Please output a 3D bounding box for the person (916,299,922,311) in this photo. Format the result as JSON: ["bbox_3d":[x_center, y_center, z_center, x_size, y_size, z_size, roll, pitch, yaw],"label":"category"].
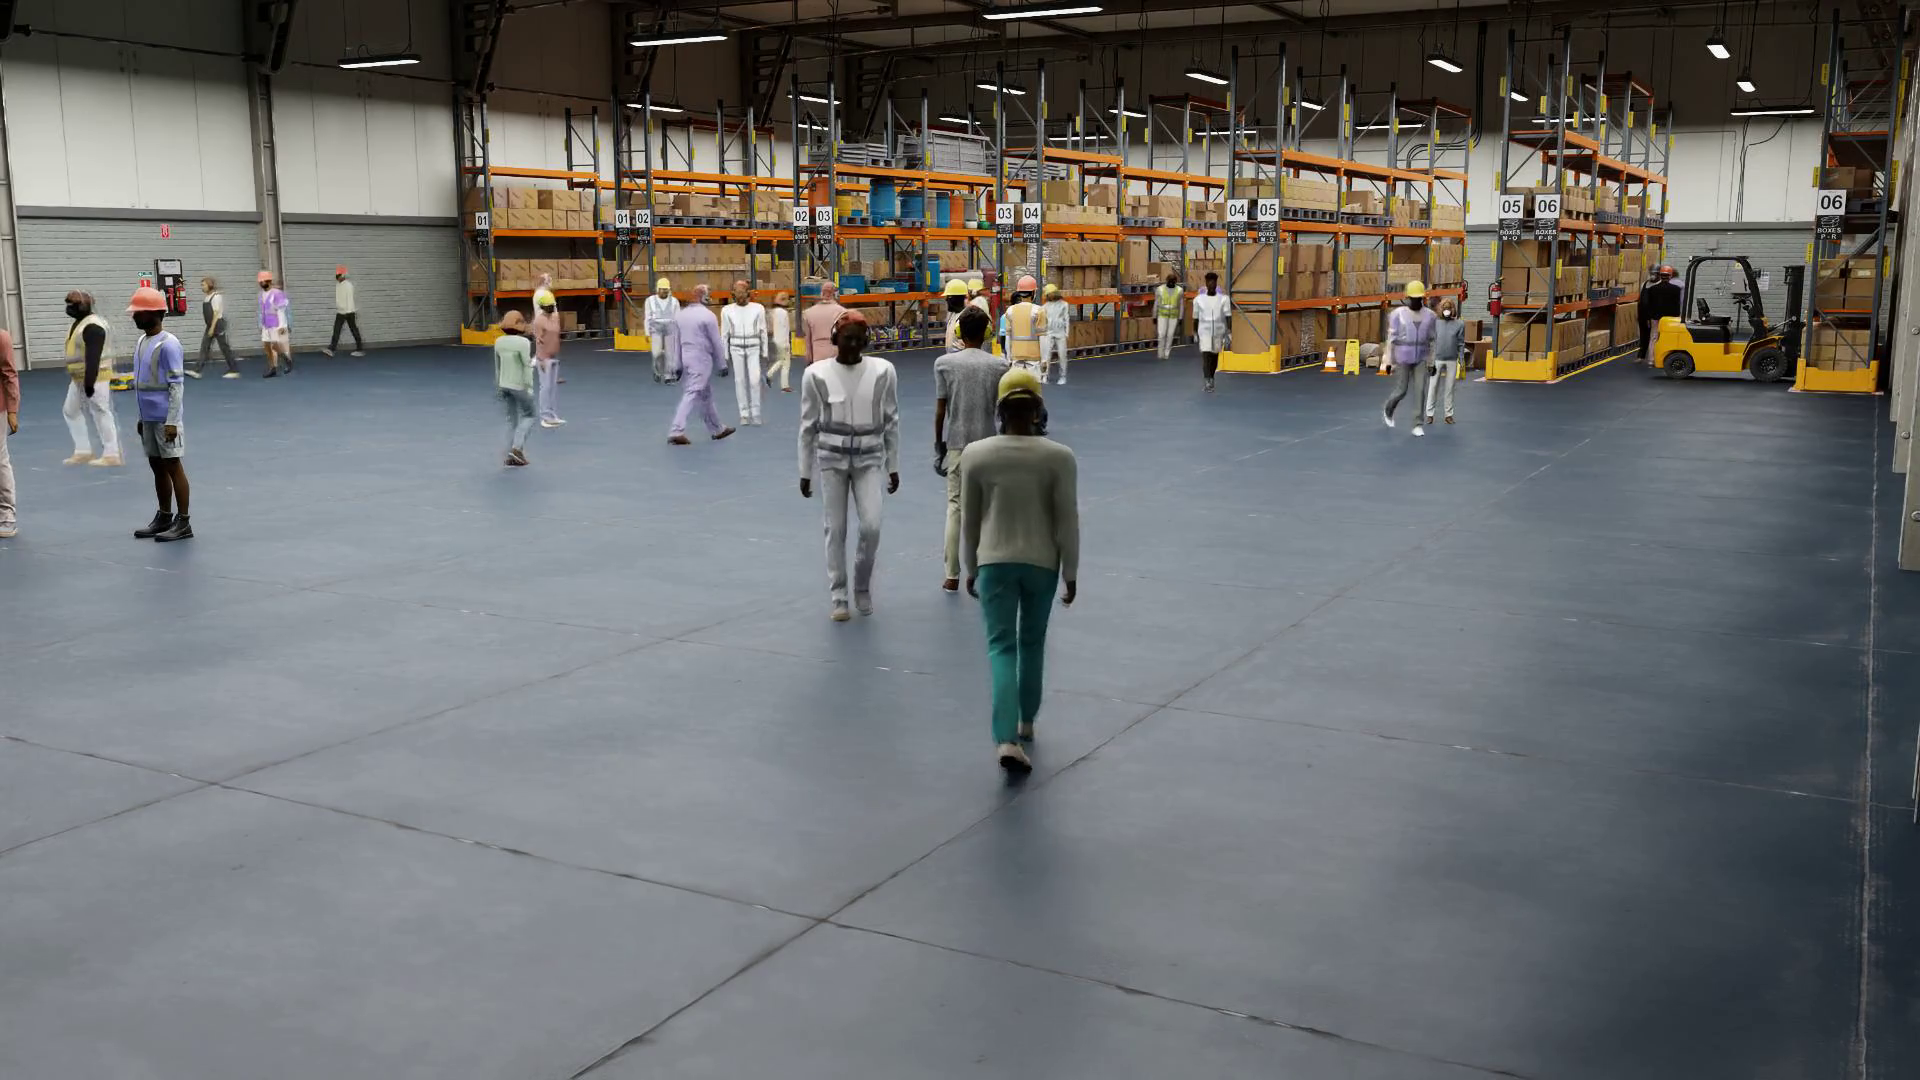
[{"bbox_3d":[-1.273,-7.705,52.307,0.590,1.919,0.387,4,11,24],"label":"person"}]

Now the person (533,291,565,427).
[{"bbox_3d":[-5.213,-2.311,21.287,0.353,1.728,0.691,3,10,18],"label":"person"}]

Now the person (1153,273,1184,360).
[{"bbox_3d":[4.374,-4.644,34.702,0.638,1.808,0.763,0,10,-2],"label":"person"}]

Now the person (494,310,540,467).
[{"bbox_3d":[-4.571,-1.553,17.149,0.528,1.617,0.360,6,11,31],"label":"person"}]

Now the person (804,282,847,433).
[{"bbox_3d":[-1.642,-2.264,20.626,0.658,1.865,0.981,4,10,21],"label":"person"}]

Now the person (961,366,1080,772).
[{"bbox_3d":[0.259,0.114,7.163,0.521,1.704,0.905,0,10,1],"label":"person"}]

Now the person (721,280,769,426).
[{"bbox_3d":[-2.746,-2.372,21.258,0.612,1.857,0.674,-1,10,-4],"label":"person"}]

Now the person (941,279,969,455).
[{"bbox_3d":[-0.008,-1.836,17.921,0.386,1.927,0.589,-3,10,-15],"label":"person"}]

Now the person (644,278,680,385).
[{"bbox_3d":[-4.985,-3.498,27.974,0.618,1.812,0.423,-3,10,-18],"label":"person"}]

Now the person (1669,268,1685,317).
[{"bbox_3d":[16.768,-5.460,39.275,0.652,1.881,1.038,5,11,26],"label":"person"}]

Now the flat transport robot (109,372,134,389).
[{"bbox_3d":[-13.769,-2.624,27.379,0.652,0.197,1.431,1,10,7],"label":"flat transport robot"}]

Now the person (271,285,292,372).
[{"bbox_3d":[-12.880,-3.990,31.376,0.522,1.638,0.310,-6,11,-30],"label":"person"}]

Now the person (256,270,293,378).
[{"bbox_3d":[-12.356,-3.876,29.881,0.567,1.919,0.514,4,11,24],"label":"person"}]

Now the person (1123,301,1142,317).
[{"bbox_3d":[4.834,-6.621,46.517,0.536,1.735,0.863,3,10,16],"label":"person"}]

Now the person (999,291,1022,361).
[{"bbox_3d":[0.801,-2.574,22.916,0.541,1.696,0.315,-3,10,-18],"label":"person"}]

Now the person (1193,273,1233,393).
[{"bbox_3d":[4.062,-3.341,26.785,0.625,1.918,0.999,0,10,1],"label":"person"}]

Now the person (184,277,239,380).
[{"bbox_3d":[-13.255,-3.726,29.368,0.513,1.793,0.959,7,12,36],"label":"person"}]

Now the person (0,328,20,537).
[{"bbox_3d":[-7.593,-0.997,12.820,0.621,1.990,0.396,-1,10,-6],"label":"person"}]

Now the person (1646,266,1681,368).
[{"bbox_3d":[13.608,-4.300,32.193,0.605,1.986,0.402,7,12,37],"label":"person"}]

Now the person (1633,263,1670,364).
[{"bbox_3d":[13.970,-4.565,33.569,0.535,2.000,0.688,-9,13,-43],"label":"person"}]

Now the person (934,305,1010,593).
[{"bbox_3d":[0.080,-0.580,10.778,0.499,1.860,0.311,0,10,-1],"label":"person"}]

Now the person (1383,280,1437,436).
[{"bbox_3d":[5.507,-2.237,20.383,0.626,1.895,0.737,-1,10,-5],"label":"person"}]

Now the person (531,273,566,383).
[{"bbox_3d":[-7.083,-3.581,28.240,0.663,1.888,0.658,-4,11,-24],"label":"person"}]

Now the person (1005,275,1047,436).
[{"bbox_3d":[0.815,-2.225,20.155,0.545,1.942,0.354,5,11,27],"label":"person"}]

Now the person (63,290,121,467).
[{"bbox_3d":[-9.039,-1.646,17.111,0.650,1.818,0.655,-9,13,-41],"label":"person"}]

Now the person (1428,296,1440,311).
[{"bbox_3d":[13.160,-6.617,46.081,0.697,1.878,0.635,5,11,25],"label":"person"}]

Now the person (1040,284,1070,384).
[{"bbox_3d":[1.615,-3.486,28.242,0.497,1.709,0.433,4,11,23],"label":"person"}]

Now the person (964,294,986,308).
[{"bbox_3d":[0.266,-4.562,34.650,0.552,1.672,0.418,3,10,18],"label":"person"}]

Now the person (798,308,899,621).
[{"bbox_3d":[-0.659,-0.433,9.876,0.611,1.867,0.437,-1,10,-6],"label":"person"}]

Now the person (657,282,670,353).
[{"bbox_3d":[-6.659,-5.004,37.325,0.375,1.625,0.550,-5,11,-26],"label":"person"}]

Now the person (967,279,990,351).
[{"bbox_3d":[0.251,-3.213,26.291,0.424,1.819,0.621,3,10,17],"label":"person"}]

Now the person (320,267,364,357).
[{"bbox_3d":[-13.399,-4.940,36.048,0.642,1.937,1.008,7,12,36],"label":"person"}]

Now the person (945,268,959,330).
[{"bbox_3d":[-0.183,-7.125,49.154,0.522,1.842,0.800,5,11,28],"label":"person"}]

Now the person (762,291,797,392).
[{"bbox_3d":[-2.875,-3.158,26.555,0.462,1.615,0.515,-4,11,-25],"label":"person"}]

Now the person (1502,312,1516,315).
[{"bbox_3d":[13.192,-5.563,39.908,0.328,1.872,0.510,-3,10,-15],"label":"person"}]

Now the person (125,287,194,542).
[{"bbox_3d":[-6.148,-0.958,12.742,0.545,1.941,0.350,7,12,37],"label":"person"}]

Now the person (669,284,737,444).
[{"bbox_3d":[-3.028,-2.045,19.404,1.032,1.845,0.632,-8,13,-40],"label":"person"}]

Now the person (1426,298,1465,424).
[{"bbox_3d":[6.288,-2.316,21.589,0.507,1.631,0.266,1,10,7],"label":"person"}]

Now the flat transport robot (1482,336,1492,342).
[{"bbox_3d":[12.865,-4.807,40.154,0.652,0.197,1.431,2,10,14],"label":"flat transport robot"}]

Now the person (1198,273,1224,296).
[{"bbox_3d":[5.482,-4.923,36.356,0.593,1.851,0.685,0,10,2],"label":"person"}]

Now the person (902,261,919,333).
[{"bbox_3d":[-1.301,-6.864,47.085,0.633,2.016,0.684,4,10,22],"label":"person"}]
